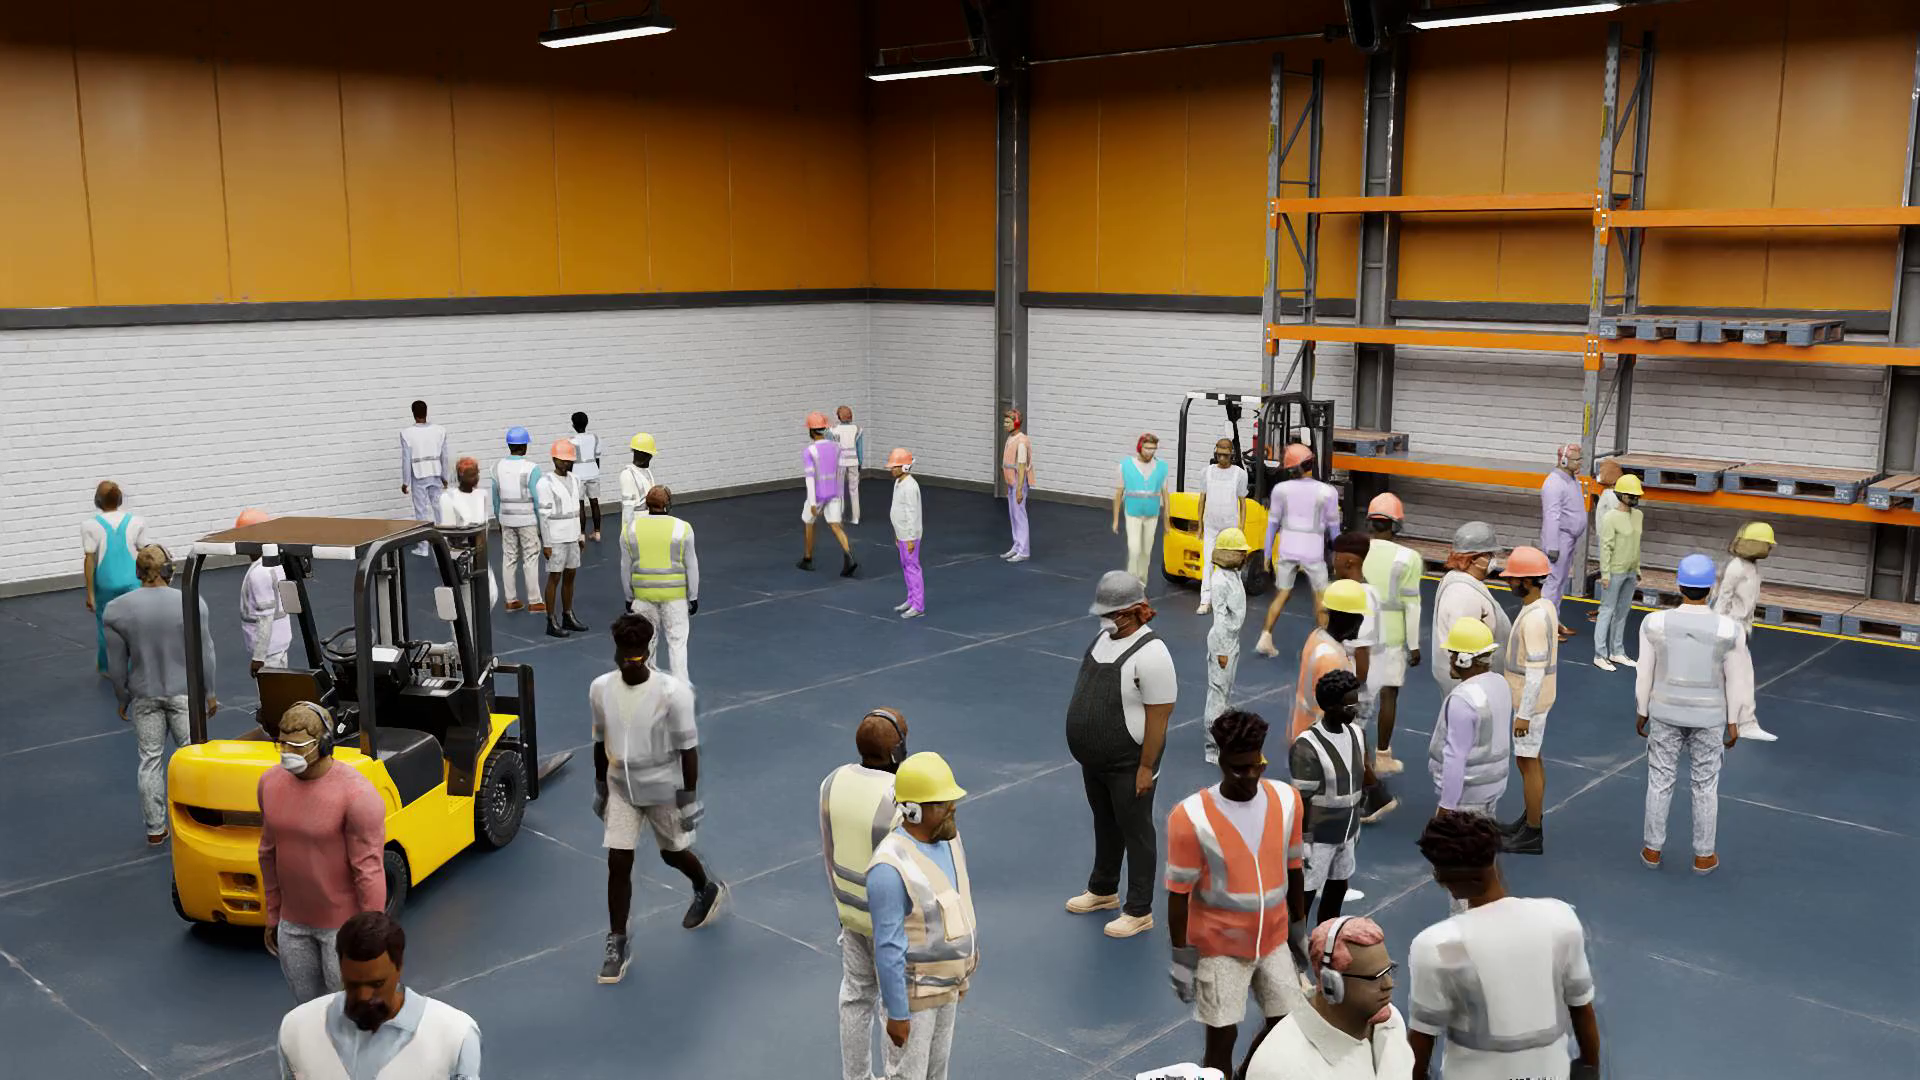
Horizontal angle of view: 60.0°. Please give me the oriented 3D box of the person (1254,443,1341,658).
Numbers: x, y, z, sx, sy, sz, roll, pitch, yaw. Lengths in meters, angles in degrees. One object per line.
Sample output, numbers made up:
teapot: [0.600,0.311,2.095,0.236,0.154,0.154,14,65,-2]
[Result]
person: [3.140,0.117,15.222,0.711,2.005,0.688,5,11,26]

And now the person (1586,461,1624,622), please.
person: [6.539,0.012,16.834,0.270,1.631,0.509,3,10,17]

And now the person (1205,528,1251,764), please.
person: [1.969,0.770,12.208,0.294,1.744,0.485,4,11,19]

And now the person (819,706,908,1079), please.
person: [-0.313,1.613,7.119,0.429,1.847,0.627,-10,14,-44]

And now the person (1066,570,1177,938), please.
person: [0.849,1.153,9.178,0.537,2.000,0.680,-5,11,-26]

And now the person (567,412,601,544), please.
person: [-4.814,-0.795,21.264,0.319,1.693,0.532,9,13,40]

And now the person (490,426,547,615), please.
person: [-4.526,-0.198,17.135,0.605,1.948,0.385,4,11,20]

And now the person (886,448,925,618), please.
person: [-0.569,-0.078,17.064,0.392,1.739,0.577,-2,10,-13]

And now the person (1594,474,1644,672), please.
person: [5.933,0.287,14.894,0.533,1.767,0.312,-6,12,-33]

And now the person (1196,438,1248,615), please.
person: [2.684,-0.134,17.071,0.505,1.844,0.346,3,10,17]

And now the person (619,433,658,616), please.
person: [-3.219,-0.129,16.829,0.378,1.918,0.585,2,10,9]

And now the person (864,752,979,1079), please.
person: [-0.129,1.722,6.524,0.404,1.837,0.590,4,11,24]

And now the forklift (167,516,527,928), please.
forklift: [-3.583,0.976,9.748,1.214,2.155,2.313,2,10,11]

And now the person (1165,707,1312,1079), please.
person: [1.151,1.625,6.741,0.666,1.953,0.481,-4,11,-20]

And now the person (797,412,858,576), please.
person: [-1.557,-0.528,19.173,0.542,1.909,0.961,-8,13,-38]

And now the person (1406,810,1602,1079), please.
person: [1.834,1.837,5.638,0.698,1.913,0.379,-2,10,-11]

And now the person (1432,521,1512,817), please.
person: [3.309,0.885,10.705,0.538,2.000,0.683,2,10,9]

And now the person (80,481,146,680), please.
person: [-7.233,0.384,14.243,0.538,1.793,0.977,-8,13,-39]

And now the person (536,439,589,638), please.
person: [-3.849,-0.027,16.199,0.367,1.932,0.551,5,11,27]

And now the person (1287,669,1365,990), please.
person: [1.845,1.470,8.378,0.535,1.694,0.320,-8,13,-39]

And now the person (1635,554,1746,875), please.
person: [4.387,1.049,10.029,0.605,1.951,0.380,5,11,26]

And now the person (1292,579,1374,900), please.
person: [2.044,1.148,9.609,0.631,1.904,0.621,1,10,6]

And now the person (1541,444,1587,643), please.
person: [5.817,0.017,16.034,0.402,1.906,0.652,7,12,33]

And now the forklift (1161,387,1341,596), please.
forklift: [3.298,-0.608,18.767,1.214,2.155,2.313,9,13,42]

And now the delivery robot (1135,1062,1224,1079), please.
delivery robot: [0.979,2.316,6.520,0.477,0.478,0.707,-5,11,-25]

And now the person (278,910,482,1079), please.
person: [-1.715,1.998,4.881,0.644,1.871,0.861,0,10,-1]

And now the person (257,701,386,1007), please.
person: [-2.657,1.600,6.969,0.624,1.932,0.373,4,11,24]

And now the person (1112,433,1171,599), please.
person: [1.952,-0.220,17.625,0.604,1.810,0.746,-2,10,-11]

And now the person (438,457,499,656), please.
person: [-4.509,0.171,15.264,0.419,1.872,0.593,7,12,34]

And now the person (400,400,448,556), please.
person: [-6.562,-0.758,20.427,0.587,1.914,0.390,-9,13,-41]

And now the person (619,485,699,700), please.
person: [-2.458,0.459,13.697,0.633,1.841,0.429,0,10,1]

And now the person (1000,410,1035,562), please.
person: [0.700,-0.650,20.045,0.389,1.837,0.560,-2,10,-10]

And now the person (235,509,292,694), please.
person: [-4.950,0.740,11.822,0.361,1.939,0.543,-2,10,-12]

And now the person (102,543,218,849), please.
person: [-4.996,0.983,10.456,0.627,1.935,0.371,-2,10,-11]

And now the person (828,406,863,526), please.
person: [-1.558,-1.009,22.664,0.508,1.628,0.321,-4,11,-23]

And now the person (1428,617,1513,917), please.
person: [2.714,1.315,8.902,0.403,1.821,0.595,8,13,38]

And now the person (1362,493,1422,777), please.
person: [3.017,0.674,11.936,0.613,2.036,0.404,8,13,39]

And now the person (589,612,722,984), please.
person: [-1.640,1.282,8.826,0.657,1.920,0.952,3,10,17]

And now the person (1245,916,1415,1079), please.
person: [1.091,1.994,4.762,0.642,1.913,0.410,-9,14,-43]

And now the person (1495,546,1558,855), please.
person: [3.518,0.994,10.387,0.377,1.932,0.551,4,11,23]

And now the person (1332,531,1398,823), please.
person: [2.604,0.917,10.884,0.474,1.933,0.644,3,10,17]
